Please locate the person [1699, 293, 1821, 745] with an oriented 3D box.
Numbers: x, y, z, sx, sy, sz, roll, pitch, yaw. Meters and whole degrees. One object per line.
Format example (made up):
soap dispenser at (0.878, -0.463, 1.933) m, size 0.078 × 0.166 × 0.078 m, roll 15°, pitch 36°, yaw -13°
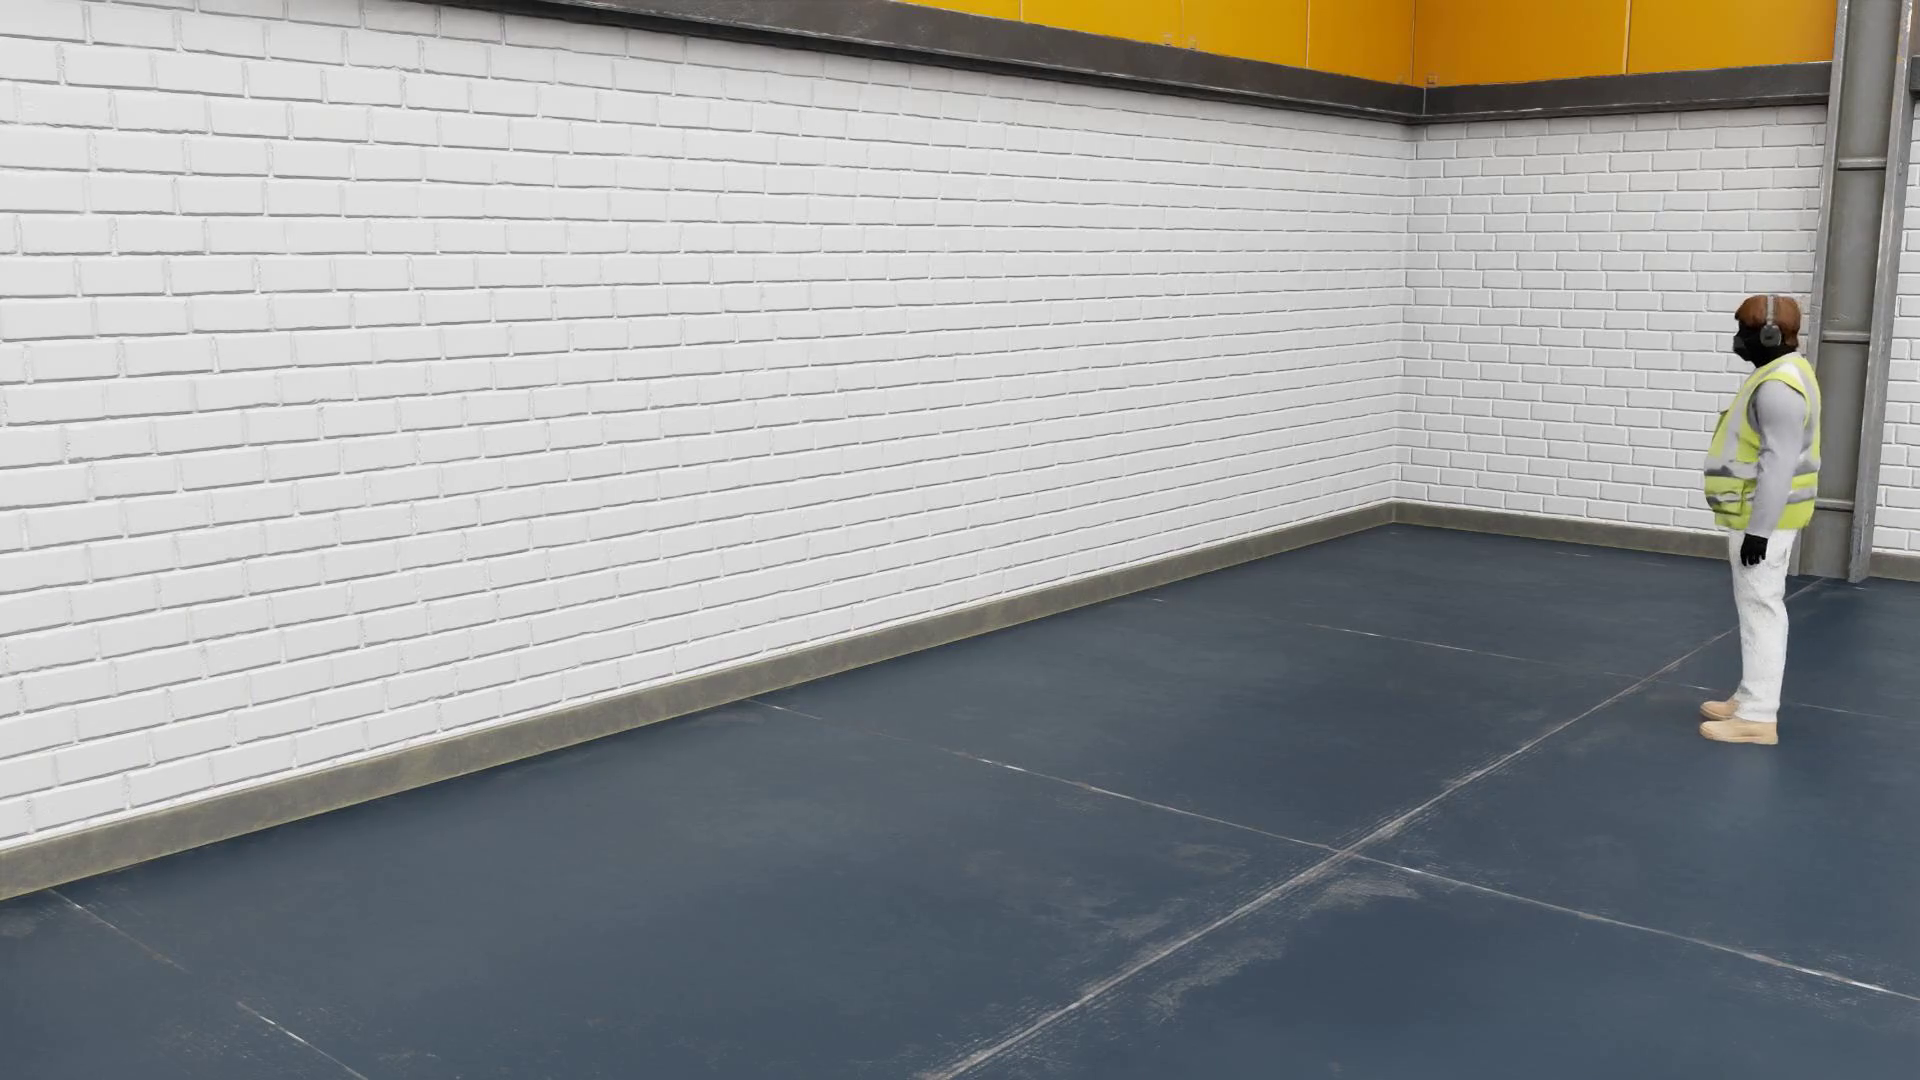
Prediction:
person at (3.279, -0.086, 6.846) m, size 0.429 × 1.840 × 0.633 m, roll 5°, pitch 11°, yaw 26°
